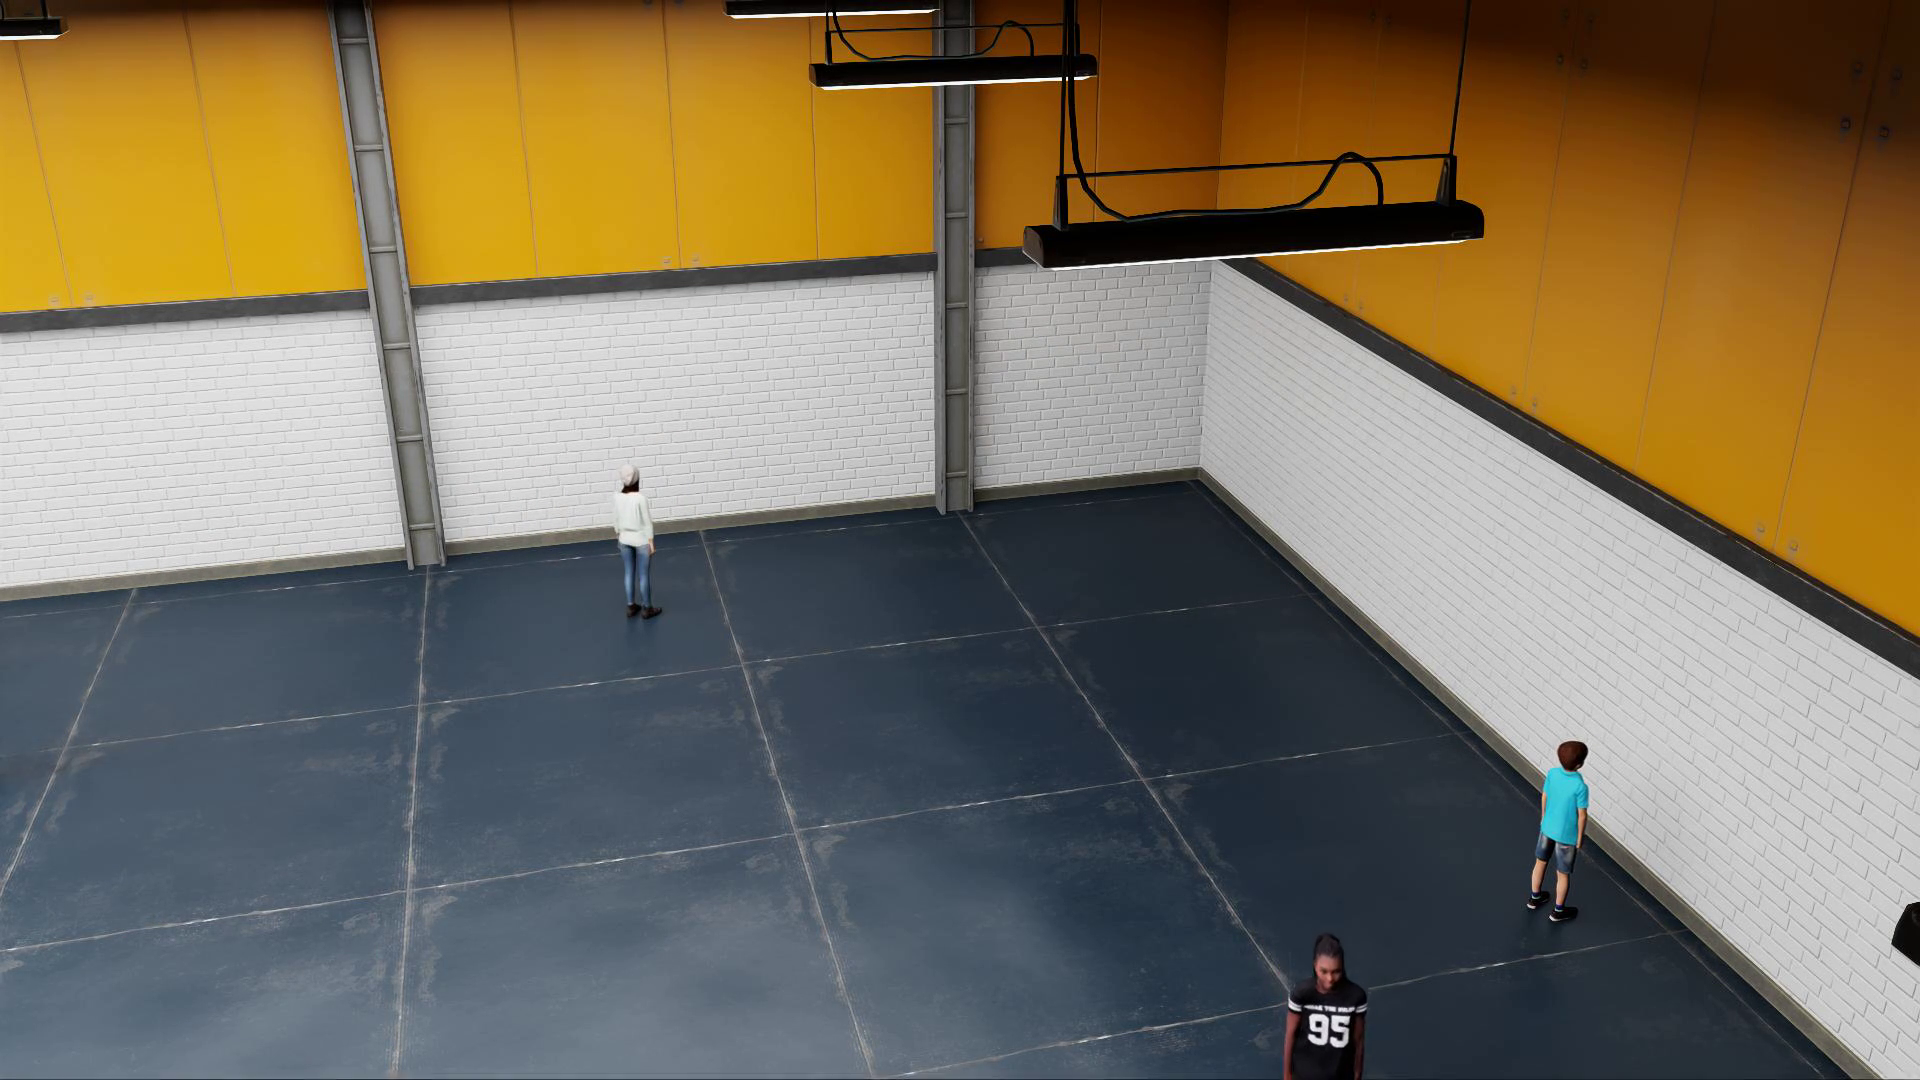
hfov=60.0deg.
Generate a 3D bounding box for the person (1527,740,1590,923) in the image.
[{"bbox_3d":[4.413,2.112,12.224,0.574,1.449,0.578,-15,28,-30],"label":"person"}]

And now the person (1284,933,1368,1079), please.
[{"bbox_3d":[2.124,3.050,9.751,0.974,1.711,0.872,2,24,4],"label":"person"}]

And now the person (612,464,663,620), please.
[{"bbox_3d":[-3.284,0.001,16.808,0.603,1.644,0.702,8,25,19],"label":"person"}]
